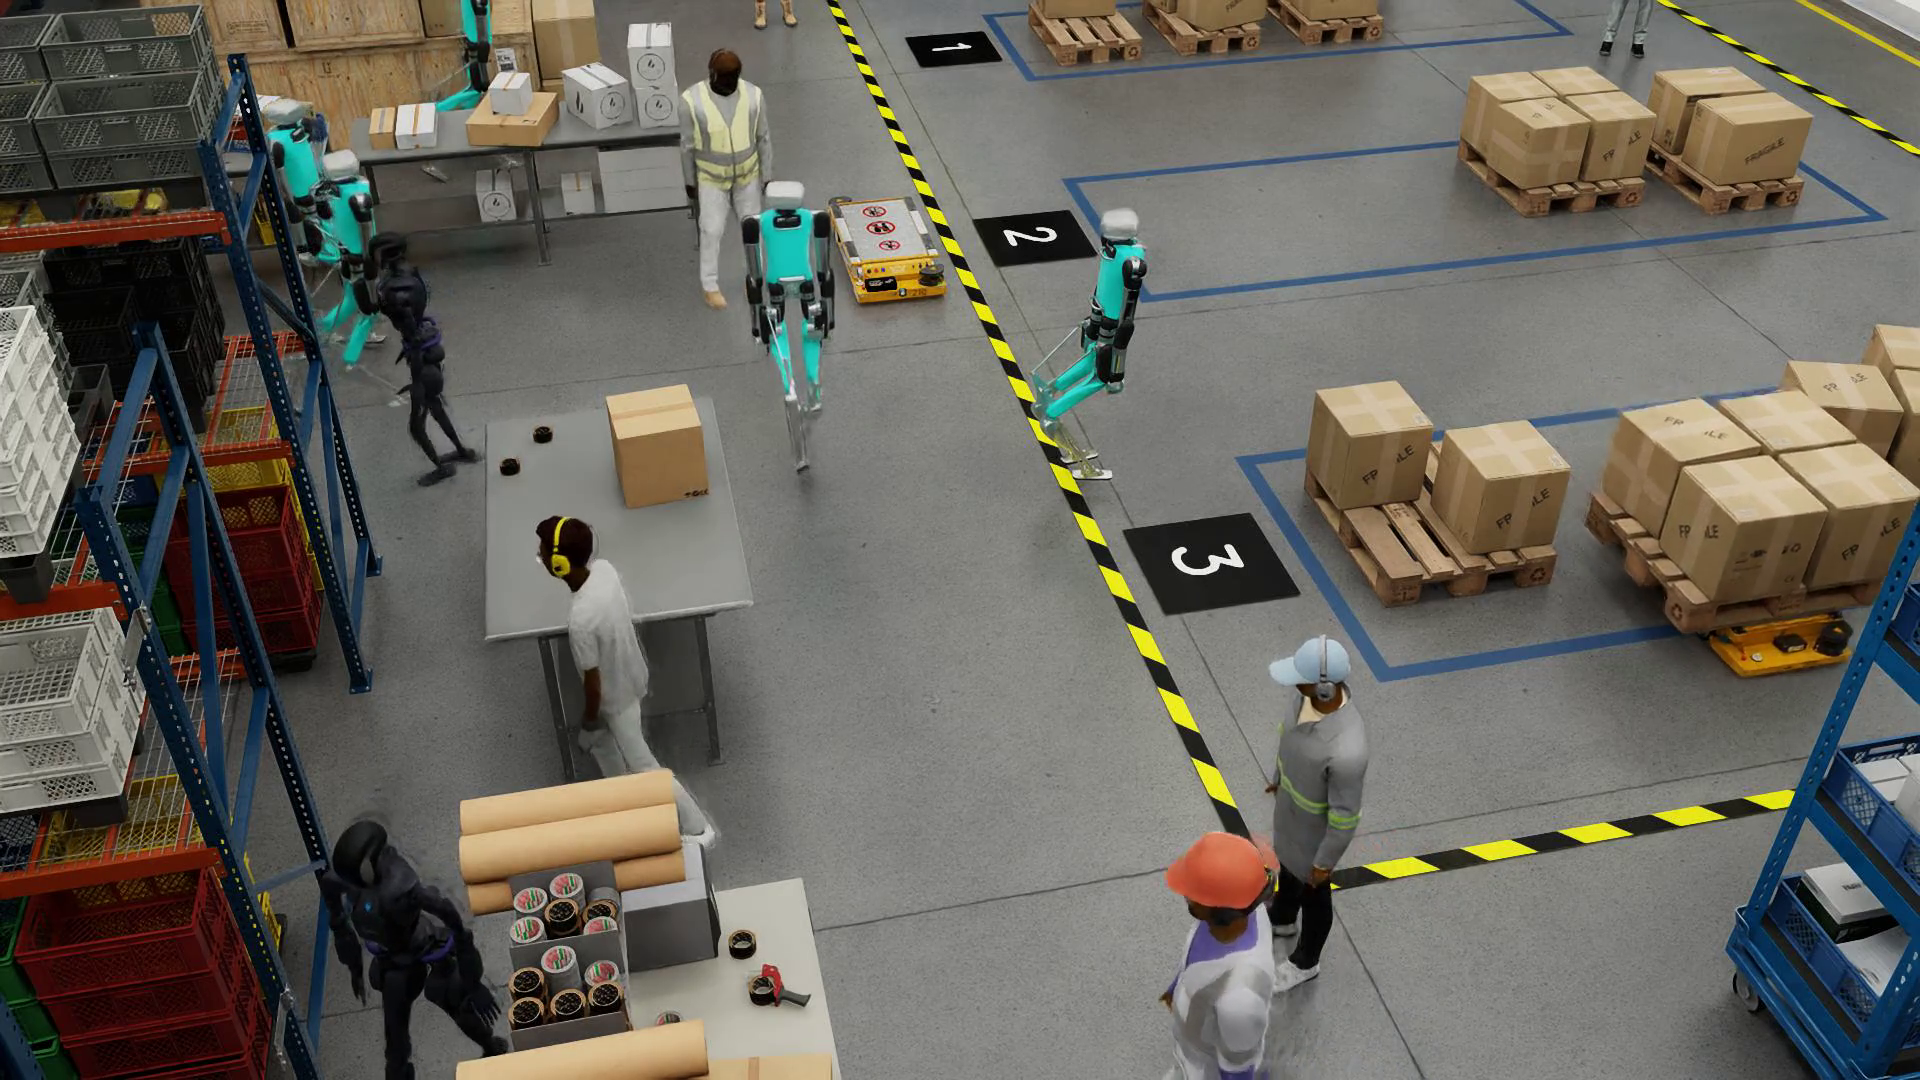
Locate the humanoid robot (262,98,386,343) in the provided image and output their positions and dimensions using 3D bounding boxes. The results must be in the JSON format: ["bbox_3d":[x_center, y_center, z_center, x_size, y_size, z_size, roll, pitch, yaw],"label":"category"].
[{"bbox_3d":[-4.153,-2.053,11.078,0.908,1.763,0.545,3,37,5],"label":"humanoid robot"}]

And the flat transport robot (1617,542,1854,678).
[{"bbox_3d":[4.249,0.199,9.263,0.652,0.197,1.431,-8,37,-10],"label":"flat transport robot"}]

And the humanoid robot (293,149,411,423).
[{"bbox_3d":[-3.972,-1.492,10.352,0.969,1.776,0.534,-22,42,-27],"label":"humanoid robot"}]

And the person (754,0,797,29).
[{"bbox_3d":[-1.838,-5.996,16.129,0.614,2.040,0.379,-8,37,-10],"label":"person"}]

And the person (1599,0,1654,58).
[{"bbox_3d":[6.418,-5.432,15.547,0.595,1.827,0.403,8,37,11],"label":"person"}]

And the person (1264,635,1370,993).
[{"bbox_3d":[1.379,1.110,6.739,0.407,1.847,0.589,-6,37,-7],"label":"person"}]

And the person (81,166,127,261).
[{"bbox_3d":[-5.747,-2.259,11.254,0.310,1.865,0.532,-8,37,-10],"label":"person"}]

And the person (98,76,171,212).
[{"bbox_3d":[-5.506,-2.255,11.263,0.509,1.844,0.326,29,45,33],"label":"person"}]

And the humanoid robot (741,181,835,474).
[{"bbox_3d":[-0.954,-1.147,9.913,0.530,1.777,1.016,-7,37,-10],"label":"humanoid robot"}]

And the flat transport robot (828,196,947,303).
[{"bbox_3d":[-0.570,-2.220,12.538,0.659,0.231,1.431,-8,37,-10],"label":"flat transport robot"}]

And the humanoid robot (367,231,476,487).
[{"bbox_3d":[-3.189,-1.071,9.830,0.349,1.657,0.600,-14,39,-18],"label":"humanoid robot"}]

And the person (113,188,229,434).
[{"bbox_3d":[-4.836,-1.432,10.228,0.385,1.749,0.548,10,38,14],"label":"person"}]

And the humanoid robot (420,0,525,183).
[{"bbox_3d":[-4.121,-3.703,13.337,1.002,1.777,0.531,-15,39,-19],"label":"humanoid robot"}]

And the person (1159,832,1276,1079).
[{"bbox_3d":[0.887,1.753,5.779,1.001,2.006,0.614,5,37,7],"label":"person"}]

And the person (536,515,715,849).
[{"bbox_3d":[-1.474,0.680,7.345,0.688,1.827,0.521,-2,37,-2],"label":"person"}]

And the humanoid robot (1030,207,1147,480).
[{"bbox_3d":[0.681,-1.108,9.700,0.735,1.677,0.533,-7,37,-10],"label":"humanoid robot"}]

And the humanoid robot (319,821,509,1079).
[{"bbox_3d":[-2.037,1.632,6.200,0.612,1.631,0.678,7,37,9],"label":"humanoid robot"}]

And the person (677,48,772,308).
[{"bbox_3d":[-1.626,-2.553,11.679,0.633,1.832,0.430,-14,39,-18],"label":"person"}]
